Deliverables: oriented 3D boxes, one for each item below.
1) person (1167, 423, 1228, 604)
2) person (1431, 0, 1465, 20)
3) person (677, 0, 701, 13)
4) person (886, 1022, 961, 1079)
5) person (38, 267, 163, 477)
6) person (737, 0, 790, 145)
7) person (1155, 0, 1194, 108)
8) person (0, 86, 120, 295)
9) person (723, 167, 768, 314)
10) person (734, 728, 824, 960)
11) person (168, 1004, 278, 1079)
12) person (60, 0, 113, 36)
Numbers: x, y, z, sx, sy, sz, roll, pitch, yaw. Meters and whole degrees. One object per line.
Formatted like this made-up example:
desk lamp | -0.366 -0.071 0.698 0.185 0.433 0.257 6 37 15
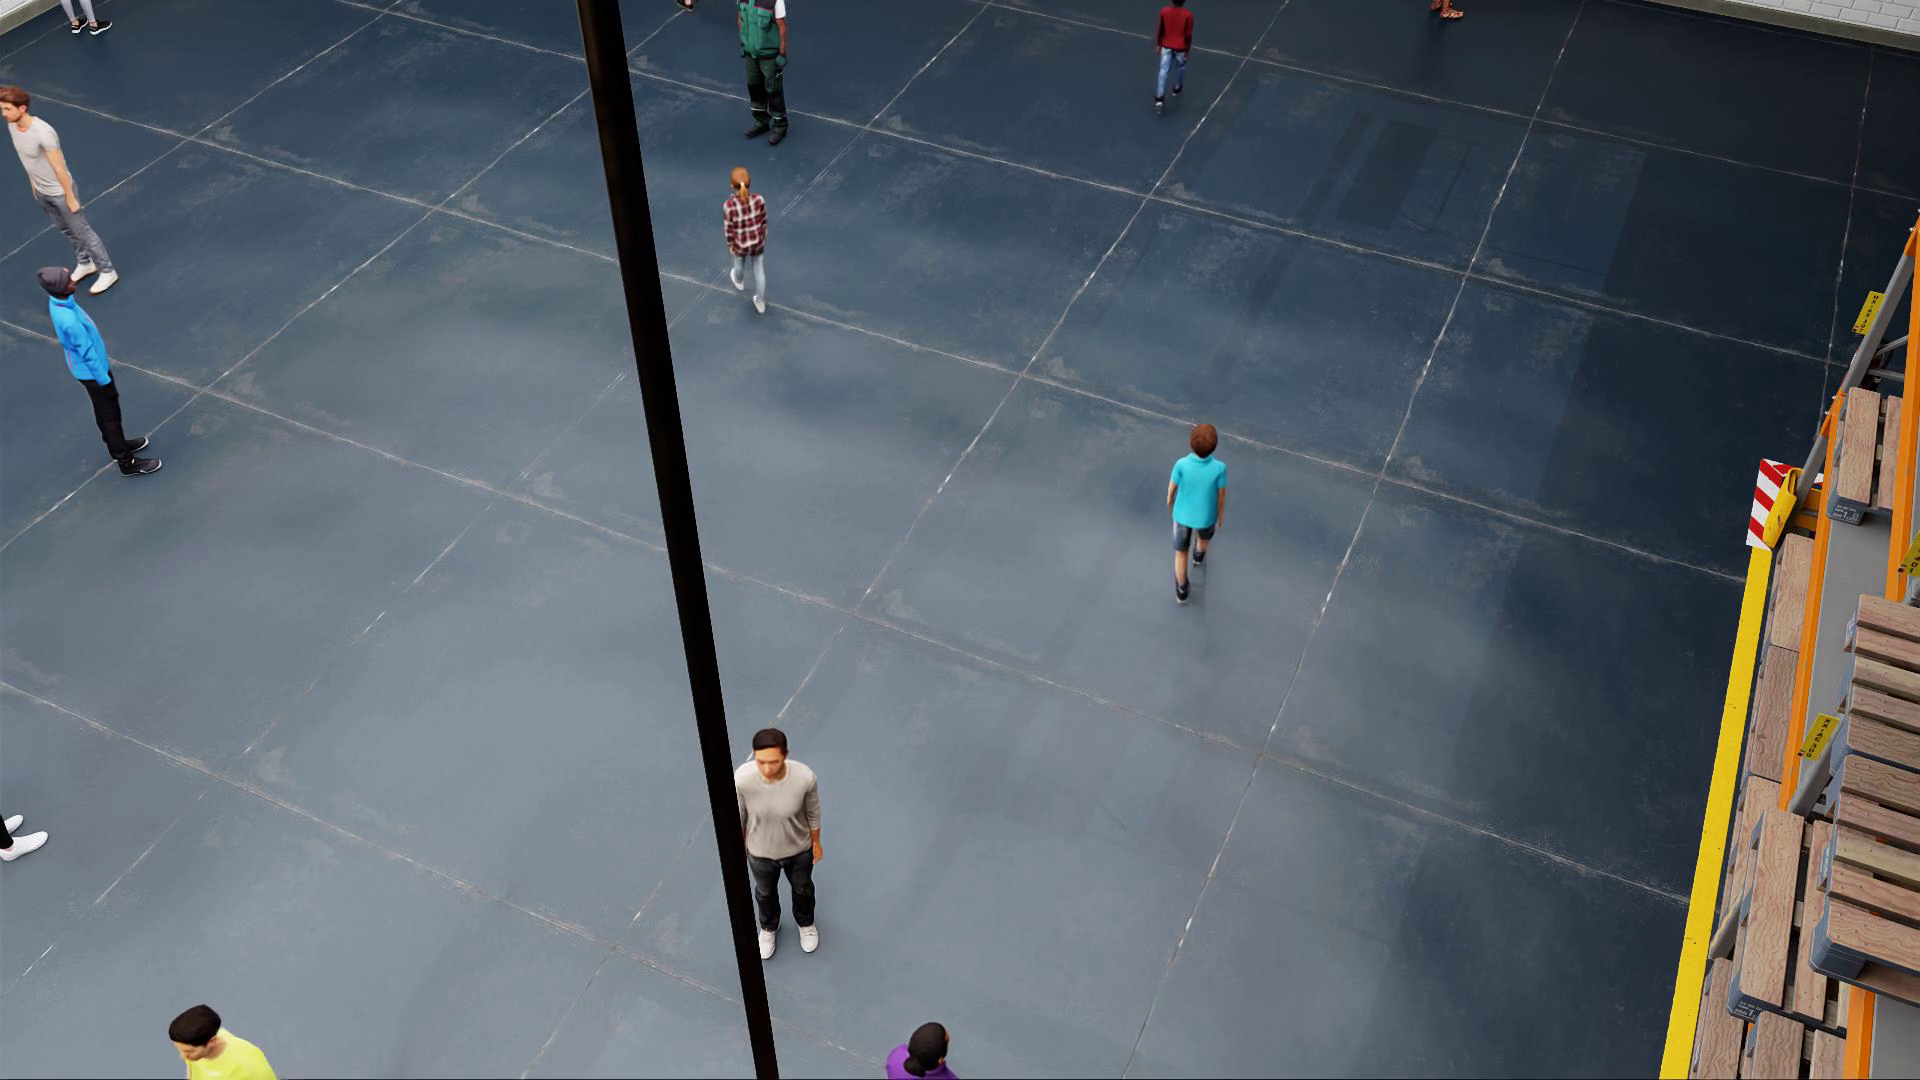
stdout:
person | 1.607 -0.149 11.375 0.707 1.428 0.922 5 44 5
person | 5.319 -6.447 17.776 0.734 1.718 0.653 -9 44 -9
person | -2.973 -6.421 17.869 0.647 1.552 0.717 -30 51 -28
person | -0.150 2.852 7.978 0.674 1.768 0.649 33 53 30
person | -6.416 -1.254 12.269 0.682 1.794 0.692 -28 50 -26
person | -1.873 -4.667 15.820 0.709 1.839 0.622 23 48 22
person | 2.107 -4.875 16.473 0.571 1.239 0.879 12 45 12
person | -7.607 -2.966 13.995 0.648 1.892 0.542 20 47 20
person | -1.753 -2.484 13.931 0.818 1.283 0.891 -12 45 -12
person | -1.002 1.654 9.204 0.730 1.812 0.733 -4 44 -5
person | -3.481 2.728 8.152 0.623 1.708 0.712 17 46 17
person | -9.484 -6.184 17.495 0.598 1.724 0.565 9 44 9
